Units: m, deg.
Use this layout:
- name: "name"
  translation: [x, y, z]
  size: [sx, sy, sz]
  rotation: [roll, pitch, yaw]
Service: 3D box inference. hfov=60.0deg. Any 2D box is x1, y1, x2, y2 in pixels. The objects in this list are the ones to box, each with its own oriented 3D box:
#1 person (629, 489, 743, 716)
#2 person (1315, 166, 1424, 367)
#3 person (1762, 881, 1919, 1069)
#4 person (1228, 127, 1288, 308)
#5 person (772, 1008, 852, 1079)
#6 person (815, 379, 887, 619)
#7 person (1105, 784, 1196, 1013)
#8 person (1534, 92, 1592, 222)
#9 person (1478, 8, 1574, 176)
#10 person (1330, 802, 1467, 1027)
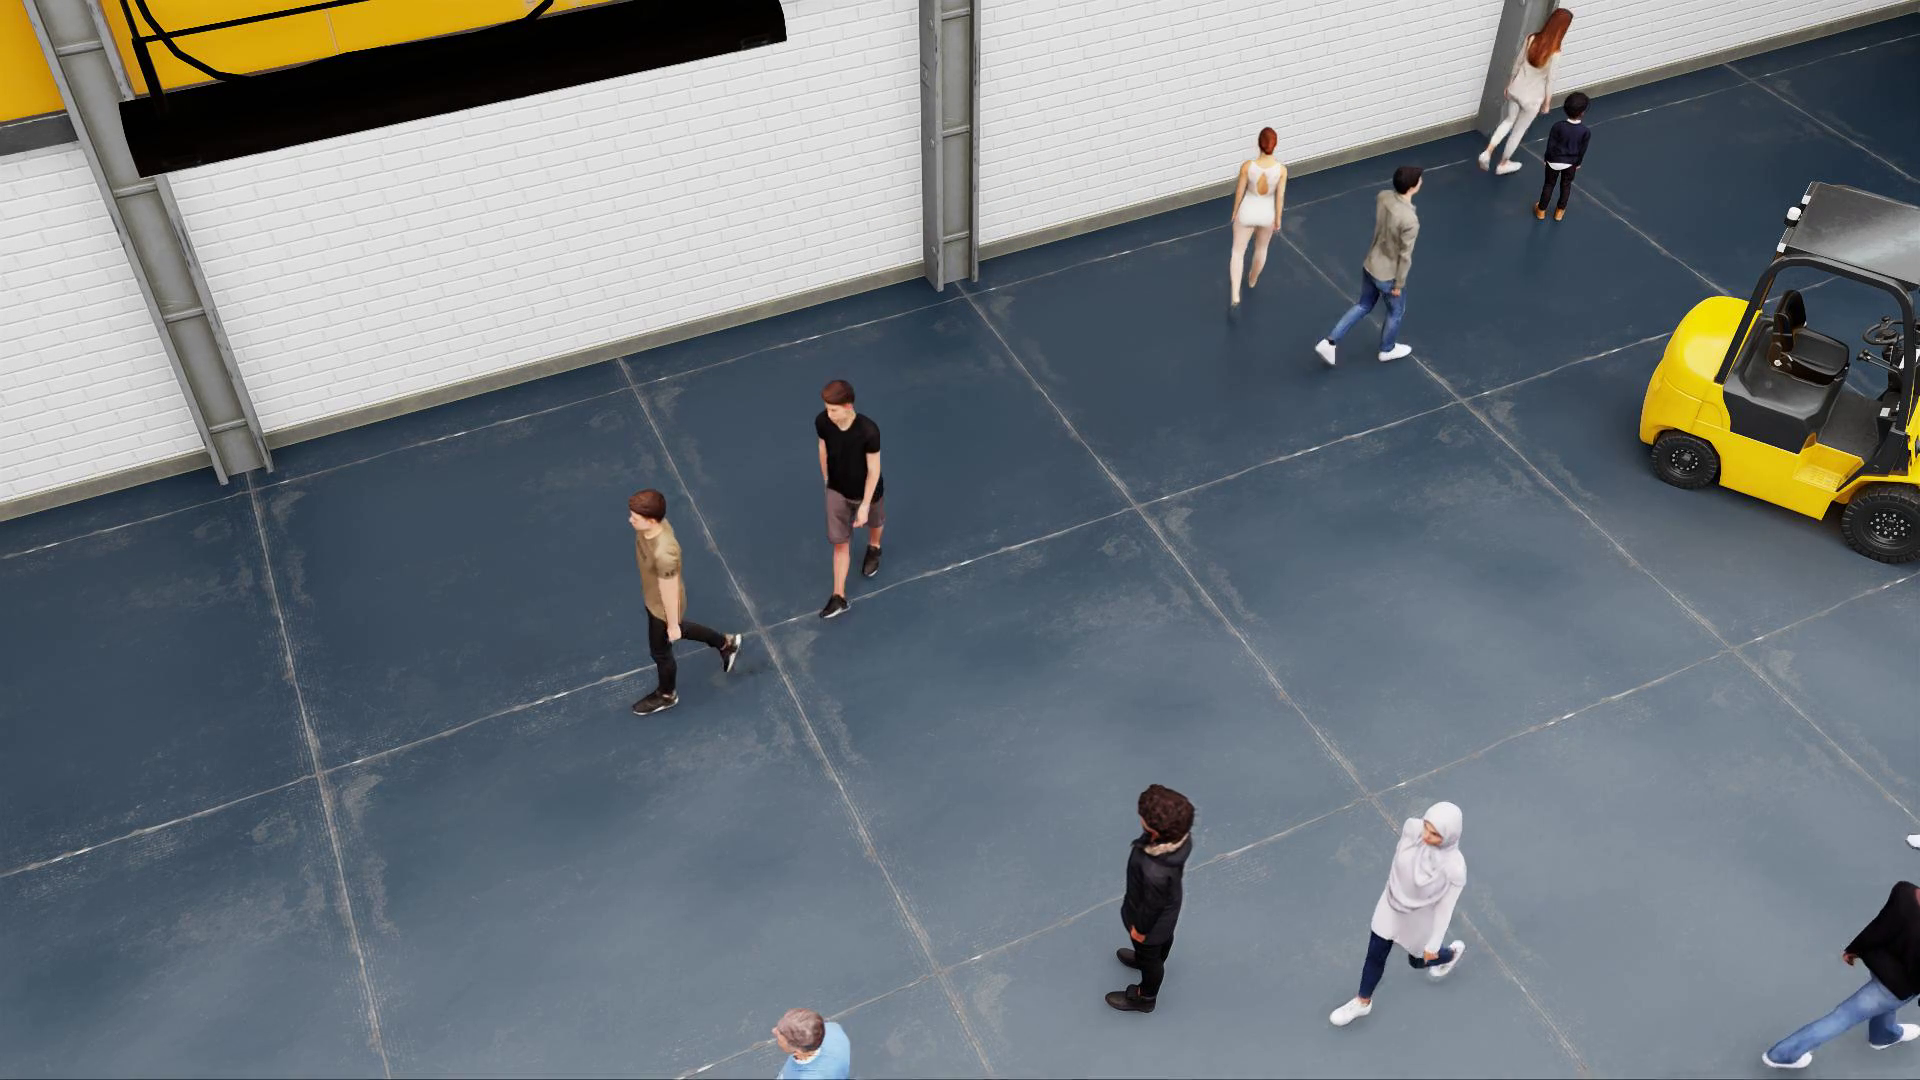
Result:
- name: "person"
  translation: [-1.790, 0.366, 10.514]
  size: [1.026, 1.834, 0.666]
  rotation: [-18, 46, -18]
- name: "person"
  translation: [3.273, -2.123, 13.119]
  size: [1.081, 1.845, 0.682]
  rotation: [-17, 46, -17]
- name: "person"
  translation: [4.732, 2.270, 8.611]
  size: [1.232, 1.702, 0.828]
  rotation: [-7, 44, -7]
- name: "person"
  translation: [2.459, -2.654, 13.836]
  size: [0.955, 1.624, 0.924]
  rotation: [5, 44, 5]
- name: "person"
  translation: [-0.604, 2.805, 7.991]
  size: [1.225, 1.782, 1.155]
  rotation: [13, 45, 13]
- name: "person"
  translation: [-0.664, -0.405, 11.341]
  size: [1.154, 1.808, 1.202]
  rotation: [13, 45, 14]
- name: "person"
  translation: [1.048, 1.932, 8.910]
  size: [0.781, 1.778, 0.722]
  rotation: [14, 45, 14]
- name: "person"
  translation: [5.433, -3.446, 14.958]
  size: [0.558, 1.223, 0.636]
  rotation: [8, 44, 9]
- name: "person"
  translation: [5.145, -4.059, 15.264]
  size: [0.793, 1.690, 0.665]
  rotation: [-27, 50, -26]
- name: "person"
  translation: [2.486, 1.970, 8.890]
  size: [1.089, 1.751, 0.665]
  rotation: [-20, 47, -20]
